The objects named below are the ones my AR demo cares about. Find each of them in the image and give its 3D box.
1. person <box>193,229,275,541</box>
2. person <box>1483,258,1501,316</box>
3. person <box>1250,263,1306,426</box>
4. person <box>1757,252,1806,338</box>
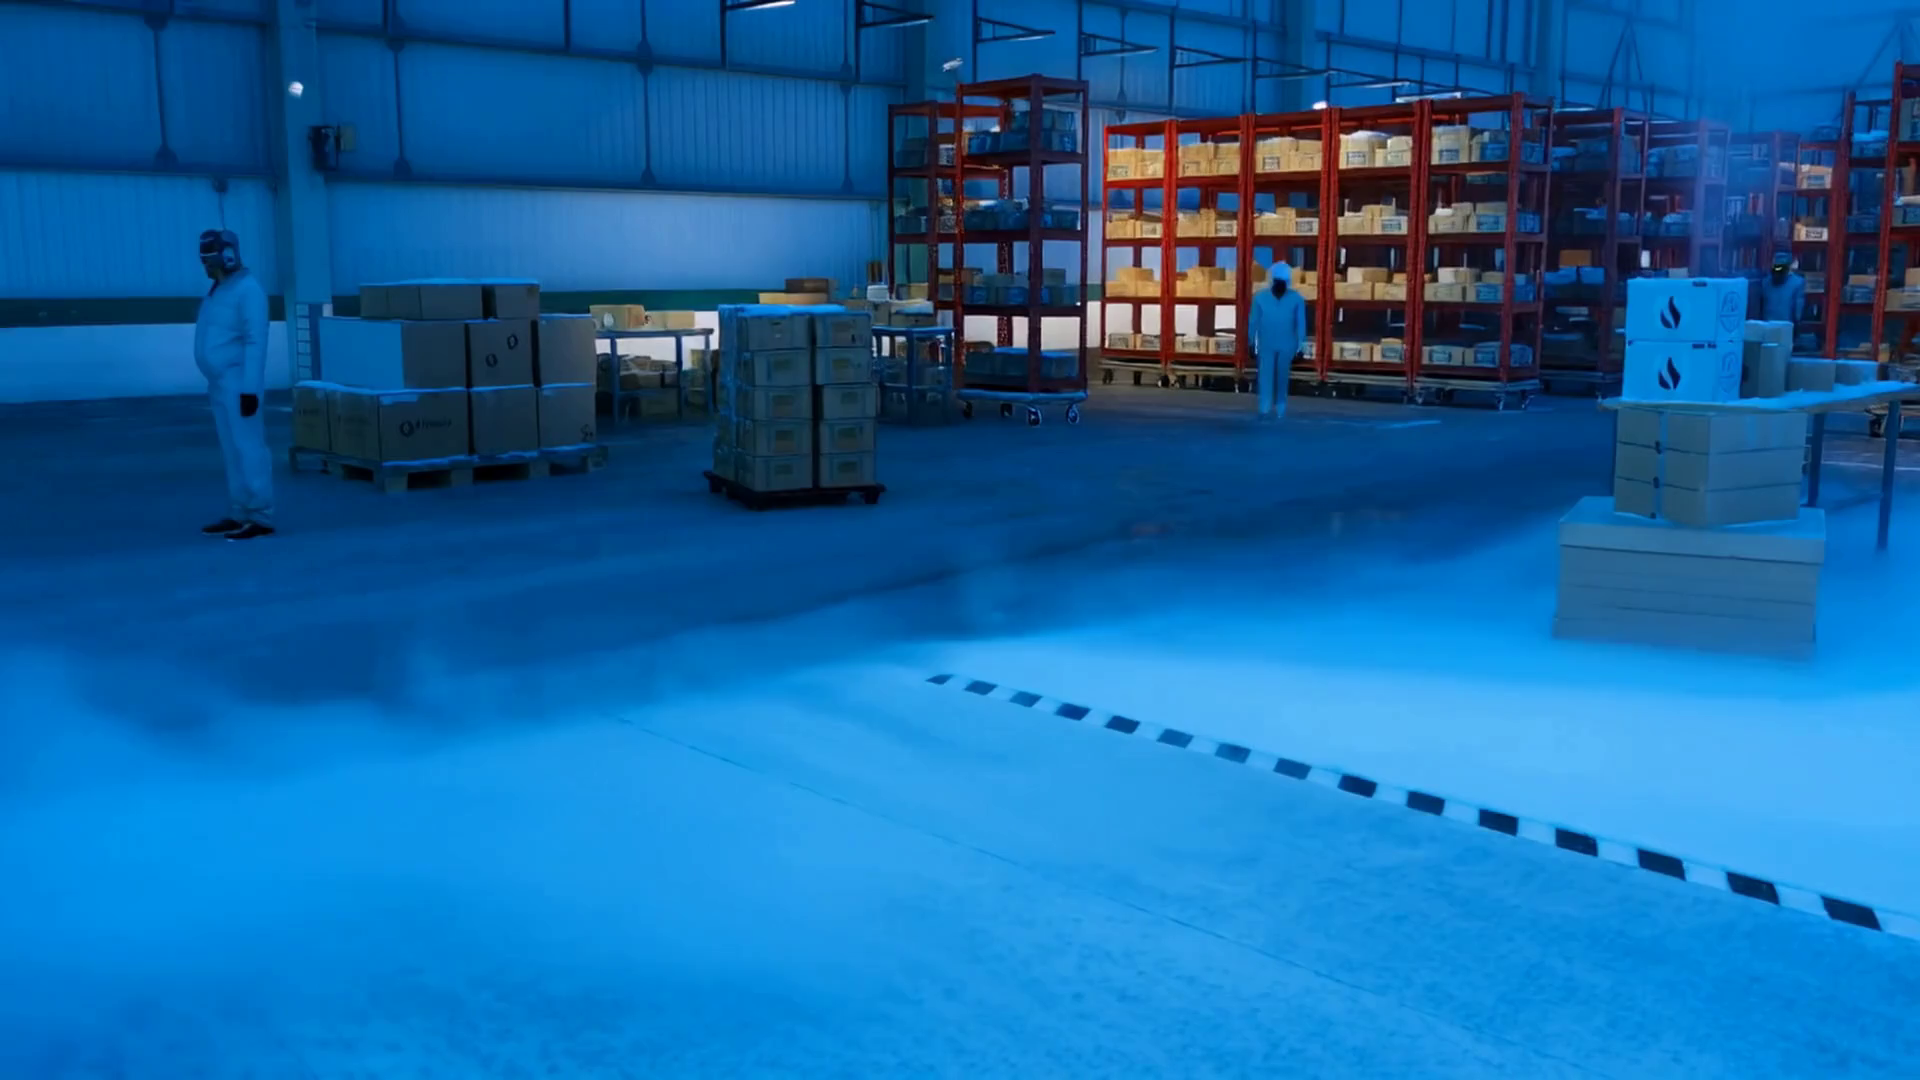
[{"bbox_3d":[-4.493,-0.950,10.264,0.409,1.904,0.640,-9,13,-43],"label":"person"},{"bbox_3d":[11.883,-5.367,37.052,0.617,1.821,0.425,6,11,33],"label":"person"},{"bbox_3d":[3.341,-2.055,17.501,0.584,1.696,0.907,2,10,11],"label":"person"},{"bbox_3d":[10.587,-2.789,21.507,0.390,1.839,0.564,-9,13,-43],"label":"person"}]
